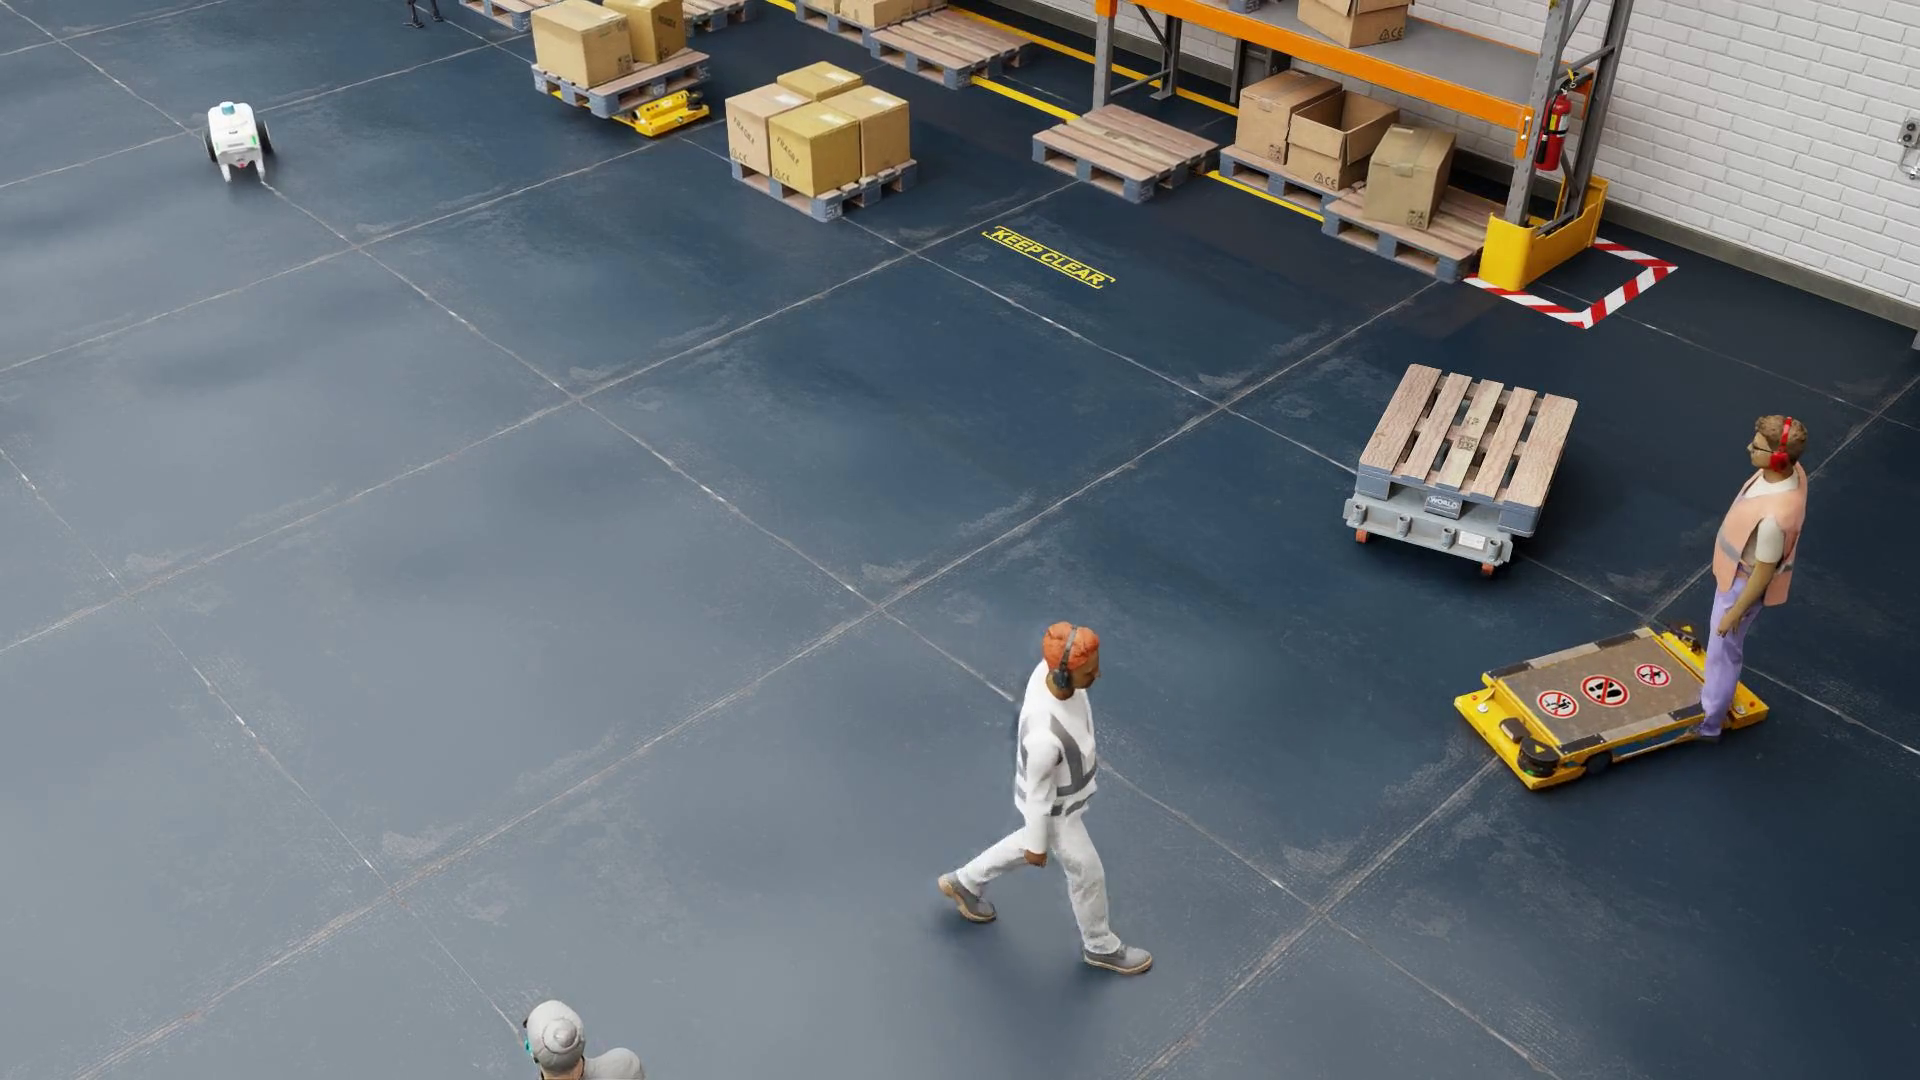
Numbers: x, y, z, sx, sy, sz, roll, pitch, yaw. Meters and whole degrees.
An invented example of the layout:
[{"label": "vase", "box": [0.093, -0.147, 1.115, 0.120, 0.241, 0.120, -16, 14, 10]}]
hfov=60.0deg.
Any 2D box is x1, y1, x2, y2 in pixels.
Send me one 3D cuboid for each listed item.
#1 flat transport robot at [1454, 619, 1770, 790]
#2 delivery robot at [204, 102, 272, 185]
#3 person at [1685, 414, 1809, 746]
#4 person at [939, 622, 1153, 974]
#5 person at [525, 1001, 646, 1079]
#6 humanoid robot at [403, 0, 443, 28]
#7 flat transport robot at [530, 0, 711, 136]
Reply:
[{"label": "flat transport robot", "box": [3.314, 0.821, 8.447, 1.431, 0.231, 0.659, -13, 39, -16]}, {"label": "delivery robot", "box": [-5.947, -3.299, 13.657, 0.499, 0.587, 0.772, -14, 39, -18]}, {"label": "person", "box": [3.749, 0.212, 7.947, 0.373, 1.840, 0.568, 15, 40, 19]}, {"label": "person", "box": [0.364, 1.043, 6.851, 0.899, 1.852, 0.579, 5, 37, 7]}, {"label": "person", "box": [-1.199, 2.111, 5.438, 0.513, 1.839, 0.347, -28, 45, -32]}, {"label": "humanoid robot", "box": [-5.370, -5.814, 16.054, 0.599, 1.653, 0.315, -30, 46, -33]}, {"label": "flat transport robot", "box": [-2.954, -3.941, 14.751, 1.431, 0.231, 0.659, 28, 45, 32]}]
